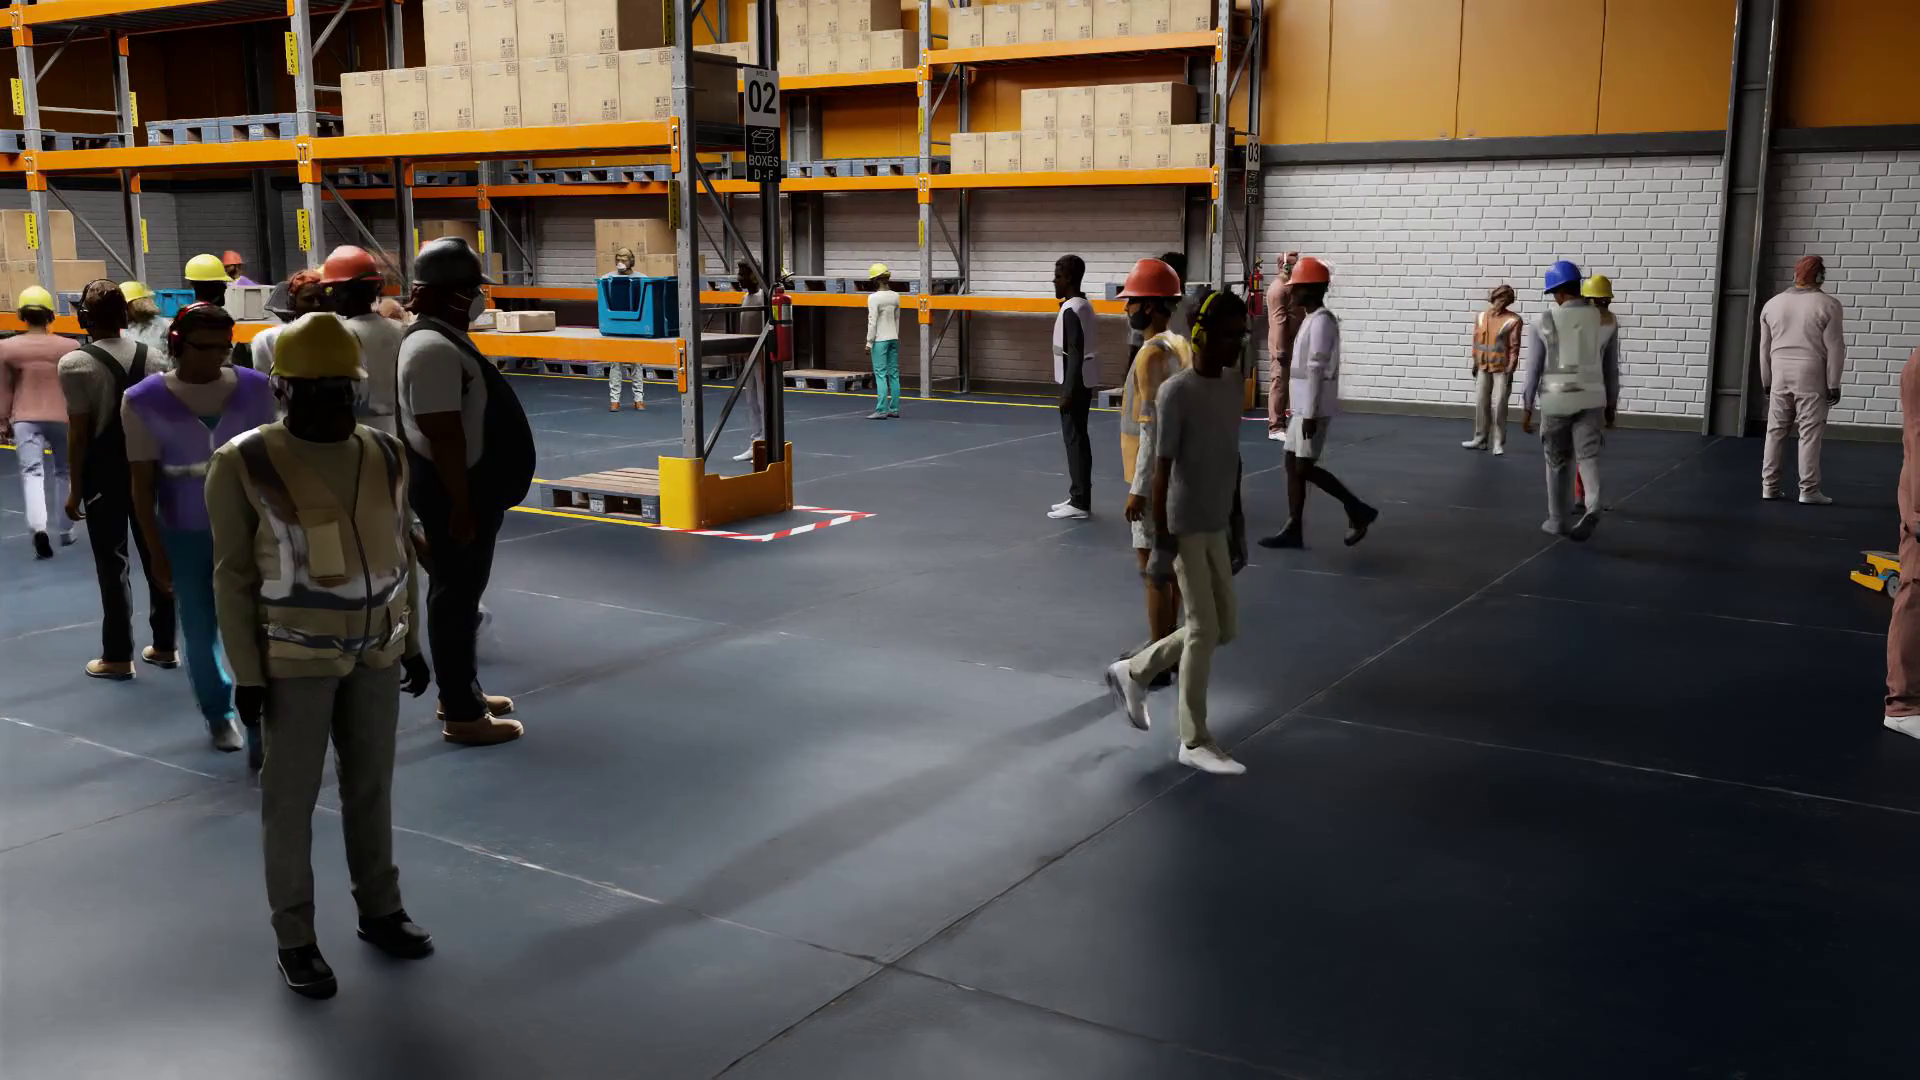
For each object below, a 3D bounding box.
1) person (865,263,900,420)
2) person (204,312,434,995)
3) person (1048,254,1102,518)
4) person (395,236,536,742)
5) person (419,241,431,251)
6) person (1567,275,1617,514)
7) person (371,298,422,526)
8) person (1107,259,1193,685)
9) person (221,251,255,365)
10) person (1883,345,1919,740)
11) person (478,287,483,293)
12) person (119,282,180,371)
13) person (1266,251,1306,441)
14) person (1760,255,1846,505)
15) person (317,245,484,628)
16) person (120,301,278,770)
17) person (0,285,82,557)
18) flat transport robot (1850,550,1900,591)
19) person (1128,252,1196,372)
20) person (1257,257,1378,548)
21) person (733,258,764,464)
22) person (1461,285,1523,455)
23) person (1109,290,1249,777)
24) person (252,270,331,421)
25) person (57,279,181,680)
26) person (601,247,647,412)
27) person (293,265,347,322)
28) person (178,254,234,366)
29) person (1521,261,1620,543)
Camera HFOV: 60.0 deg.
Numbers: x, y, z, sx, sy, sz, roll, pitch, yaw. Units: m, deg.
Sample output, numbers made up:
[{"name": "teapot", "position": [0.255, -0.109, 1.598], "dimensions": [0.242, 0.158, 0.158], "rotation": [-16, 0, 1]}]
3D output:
[{"name": "person", "position": [-0.884, -2.238, 18.815], "dimensions": [0.323, 1.761, 0.523], "rotation": [7, 13, 36]}, {"name": "person", "position": [-1.722, 0.297, 4.563], "dimensions": [0.403, 1.833, 0.586], "rotation": [8, 13, 38]}, {"name": "person", "position": [0.842, -1.114, 12.144], "dimensions": [0.374, 1.917, 0.596], "rotation": [2, 10, 10]}, {"name": "person", "position": [-2.009, -0.212, 6.805], "dimensions": [0.538, 2.000, 0.682], "rotation": [-3, 11, -18]}, {"name": "person", "position": [-6.934, -2.948, 22.044], "dimensions": [0.425, 2.013, 0.661], "rotation": [-2, 10, -13]}, {"name": "person", "position": [4.669, -1.074, 12.343], "dimensions": [0.533, 1.767, 0.326], "rotation": [-5, 11, -25]}, {"name": "person", "position": [-4.035, -0.905, 11.887], "dimensions": [0.647, 1.619, 0.525], "rotation": [5, 11, 26]}, {"name": "person", "position": [0.867, -0.302, 7.591], "dimensions": [0.358, 1.938, 0.542], "rotation": [3, 11, 18]}, {"name": "person", "position": [-9.290, -2.775, 21.449], "dimensions": [0.561, 1.888, 0.988], "rotation": [4, 11, 20]}, {"name": "person", "position": [4.043, -0.141, 6.782], "dimensions": [0.410, 1.909, 0.643], "rotation": [9, 14, 41]}, {"name": "person", "position": [-6.671, -2.889, 22.634], "dimensions": [0.320, 1.686, 0.534], "rotation": [5, 12, 28]}, {"name": "person", "position": [-6.241, -1.139, 12.875], "dimensions": [0.494, 1.700, 0.538], "rotation": [0, 10, -2]}, {"name": "person", "position": [3.310, -1.957, 16.833], "dimensions": [0.410, 1.913, 0.643], "rotation": [3, 11, 19]}, {"name": "person", "position": [6.479, -1.226, 12.791], "dimensions": [0.410, 1.911, 0.640], "rotation": [-7, 12, -34]}, {"name": "person", "position": [-2.782, -0.415, 8.064], "dimensions": [0.963, 2.011, 0.604], "rotation": [5, 11, 26]}, {"name": "person", "position": [-2.819, -0.005, 6.338], "dimensions": [0.585, 1.786, 0.904], "rotation": [-7, 12, -34]}, {"name": "person", "position": [-5.929, -0.772, 10.755], "dimensions": [0.525, 1.736, 0.822], "rotation": [-5, 11, -25]}, {"name": "flat transport robot", "position": [5.592, 0.268, 9.050], "dimensions": [0.652, 0.197, 1.431], "rotation": [-1, 10, -4]}, {"name": "person", "position": [1.651, -1.206, 12.603], "dimensions": [0.767, 1.923, 0.746], "rotation": [-5, 11, -26]}, {"name": "person", "position": [2.340, -0.873, 10.816], "dimensions": [0.664, 1.918, 0.553], "rotation": [0, 10, 3]}, {"name": "person", "position": [-1.851, -1.617, 15.079], "dimensions": [0.313, 1.865, 0.528], "rotation": [-8, 13, -36]}, {"name": "person", "position": [5.033, -1.617, 15.785], "dimensions": [0.370, 1.605, 0.666], "rotation": [-7, 12, -32]}, {"name": "person", "position": [0.862, -0.038, 6.389], "dimensions": [0.591, 1.842, 0.514], "rotation": [9, 13, 39]}, {"name": "person", "position": [-3.386, -0.488, 8.846], "dimensions": [0.614, 1.855, 0.815], "rotation": [-8, 13, -37]}, {"name": "person", "position": [-3.891, -0.276, 7.704], "dimensions": [0.341, 1.846, 0.510], "rotation": [6, 12, 31]}, {"name": "person", "position": [-3.936, -2.481, 19.670], "dimensions": [0.628, 1.937, 0.378], "rotation": [-2, 10, -13]}, {"name": "person", "position": [-4.997, -1.215, 12.893], "dimensions": [0.972, 1.862, 0.605], "rotation": [6, 12, 29]}, {"name": "person", "position": [-4.988, -0.928, 11.084], "dimensions": [0.384, 1.928, 0.588], "rotation": [-6, 12, -28]}, {"name": "person", "position": [4.109, -0.915, 11.136], "dimensions": [0.644, 1.892, 0.864], "rotation": [1, 10, 5]}]
